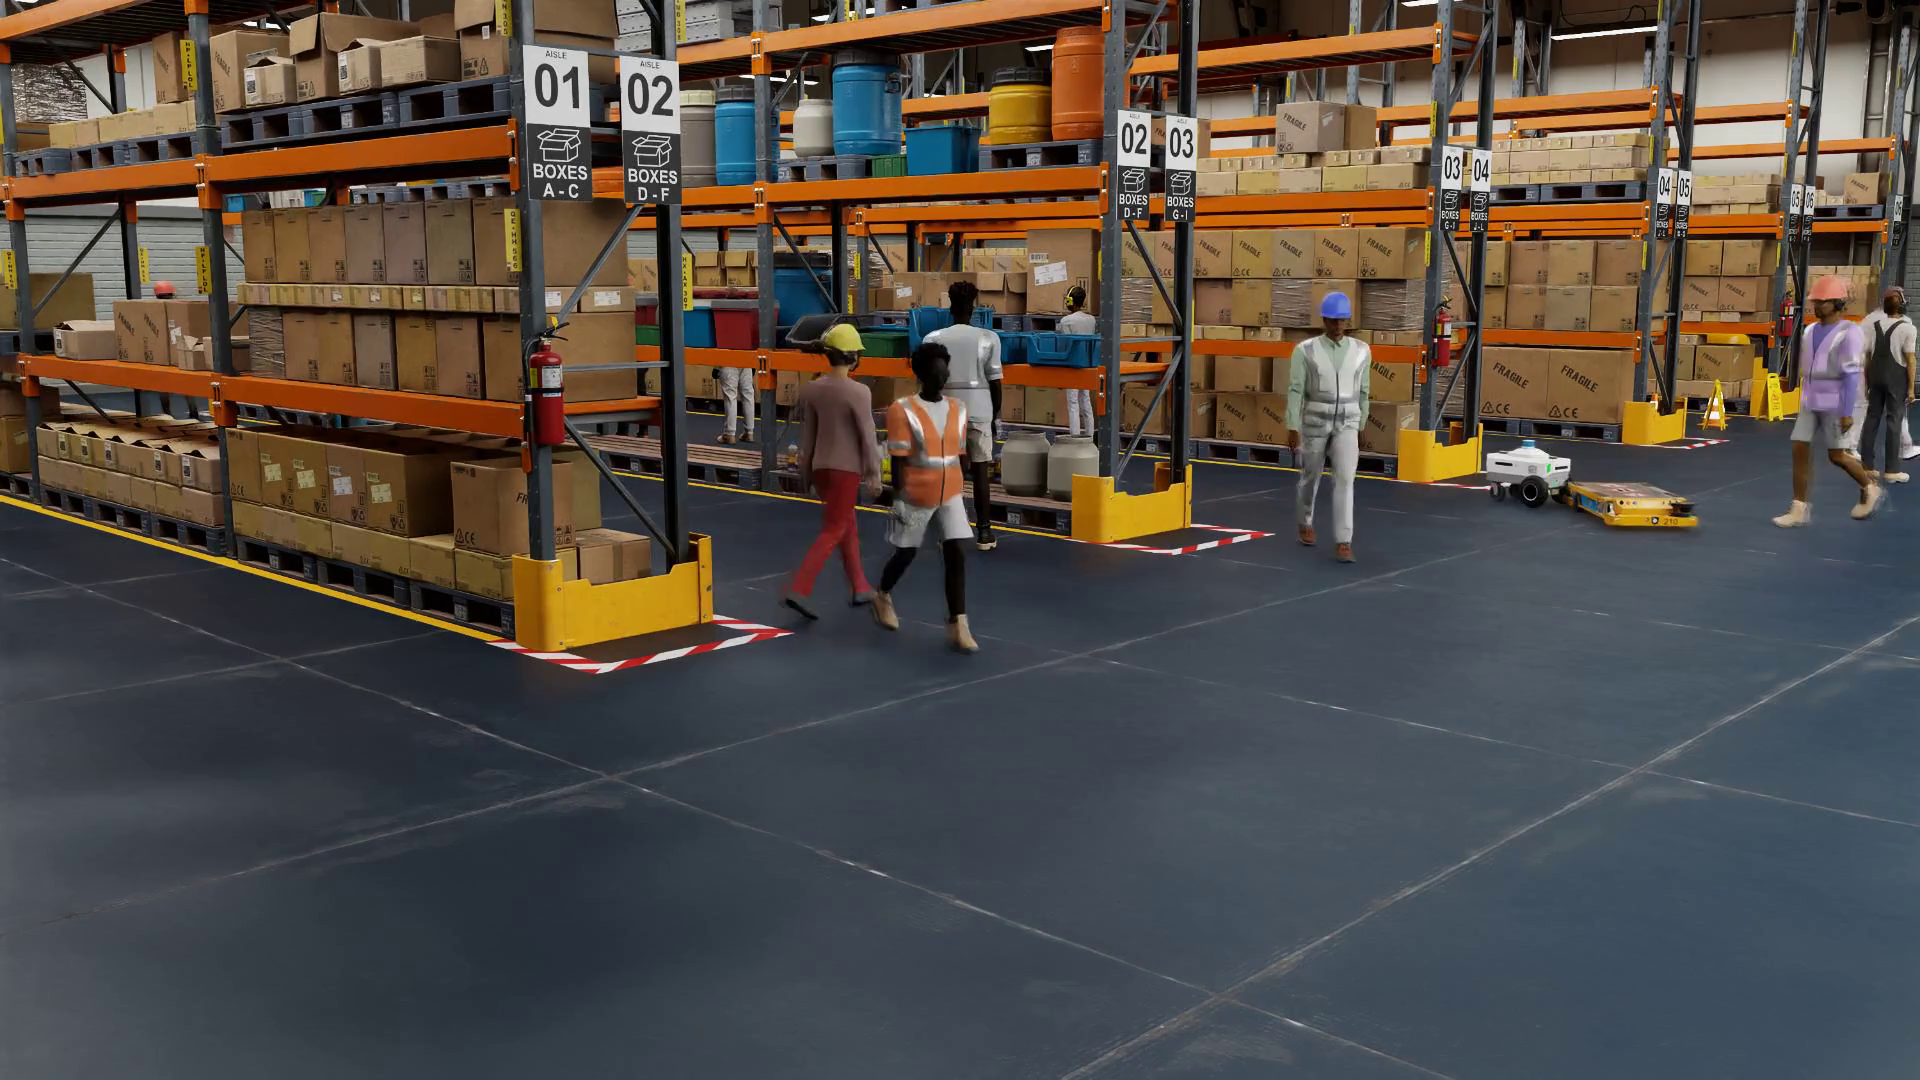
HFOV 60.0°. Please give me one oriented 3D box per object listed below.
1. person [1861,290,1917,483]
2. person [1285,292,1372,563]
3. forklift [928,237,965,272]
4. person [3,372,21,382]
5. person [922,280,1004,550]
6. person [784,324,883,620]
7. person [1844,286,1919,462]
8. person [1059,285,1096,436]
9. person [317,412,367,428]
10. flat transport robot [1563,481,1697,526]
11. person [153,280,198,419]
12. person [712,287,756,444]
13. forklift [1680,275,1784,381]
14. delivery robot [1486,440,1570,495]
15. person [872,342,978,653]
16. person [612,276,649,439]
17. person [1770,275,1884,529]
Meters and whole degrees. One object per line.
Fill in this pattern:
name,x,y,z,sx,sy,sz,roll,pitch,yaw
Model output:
person,9.002,-1.490,16.115,0.345,1.847,0.506,-5,11,-30
person,2.646,-0.843,12.038,0.631,1.900,1.020,0,9,-1
forklift,-0.326,-5.817,39.609,1.129,2.768,1.873,9,13,43
person,-11.450,-2.016,20.036,0.374,1.617,0.521,8,13,42
person,0.022,-0.911,12.191,0.600,1.967,0.367,1,9,6
person,-0.757,-0.416,9.880,0.531,1.733,0.875,9,13,43
person,9.884,-1.758,17.722,0.969,1.854,0.695,-3,10,-20
person,1.256,-1.827,18.102,0.520,1.873,0.335,-8,12,-40
person,-5.559,-1.302,15.054,0.573,1.821,0.835,-7,12,-39
flat transport robot,5.548,-0.312,13.834,0.652,0.197,1.431,1,9,4
person,-9.963,-2.330,21.044,0.814,1.917,0.554,9,13,43
person,-2.675,-2.066,19.682,0.621,1.837,0.429,-8,12,-41
forklift,12.480,-3.427,27.053,1.214,2.155,2.313,9,13,43
delivery robot,5.018,-0.643,14.714,0.477,0.478,0.707,-6,11,-34
person,-0.203,-0.262,9.144,0.529,1.667,0.828,-5,11,-30
person,-3.995,-2.188,19.962,0.608,1.986,0.391,-7,12,-38
person,6.976,-1.098,13.248,0.917,2.014,0.609,-3,10,-15
